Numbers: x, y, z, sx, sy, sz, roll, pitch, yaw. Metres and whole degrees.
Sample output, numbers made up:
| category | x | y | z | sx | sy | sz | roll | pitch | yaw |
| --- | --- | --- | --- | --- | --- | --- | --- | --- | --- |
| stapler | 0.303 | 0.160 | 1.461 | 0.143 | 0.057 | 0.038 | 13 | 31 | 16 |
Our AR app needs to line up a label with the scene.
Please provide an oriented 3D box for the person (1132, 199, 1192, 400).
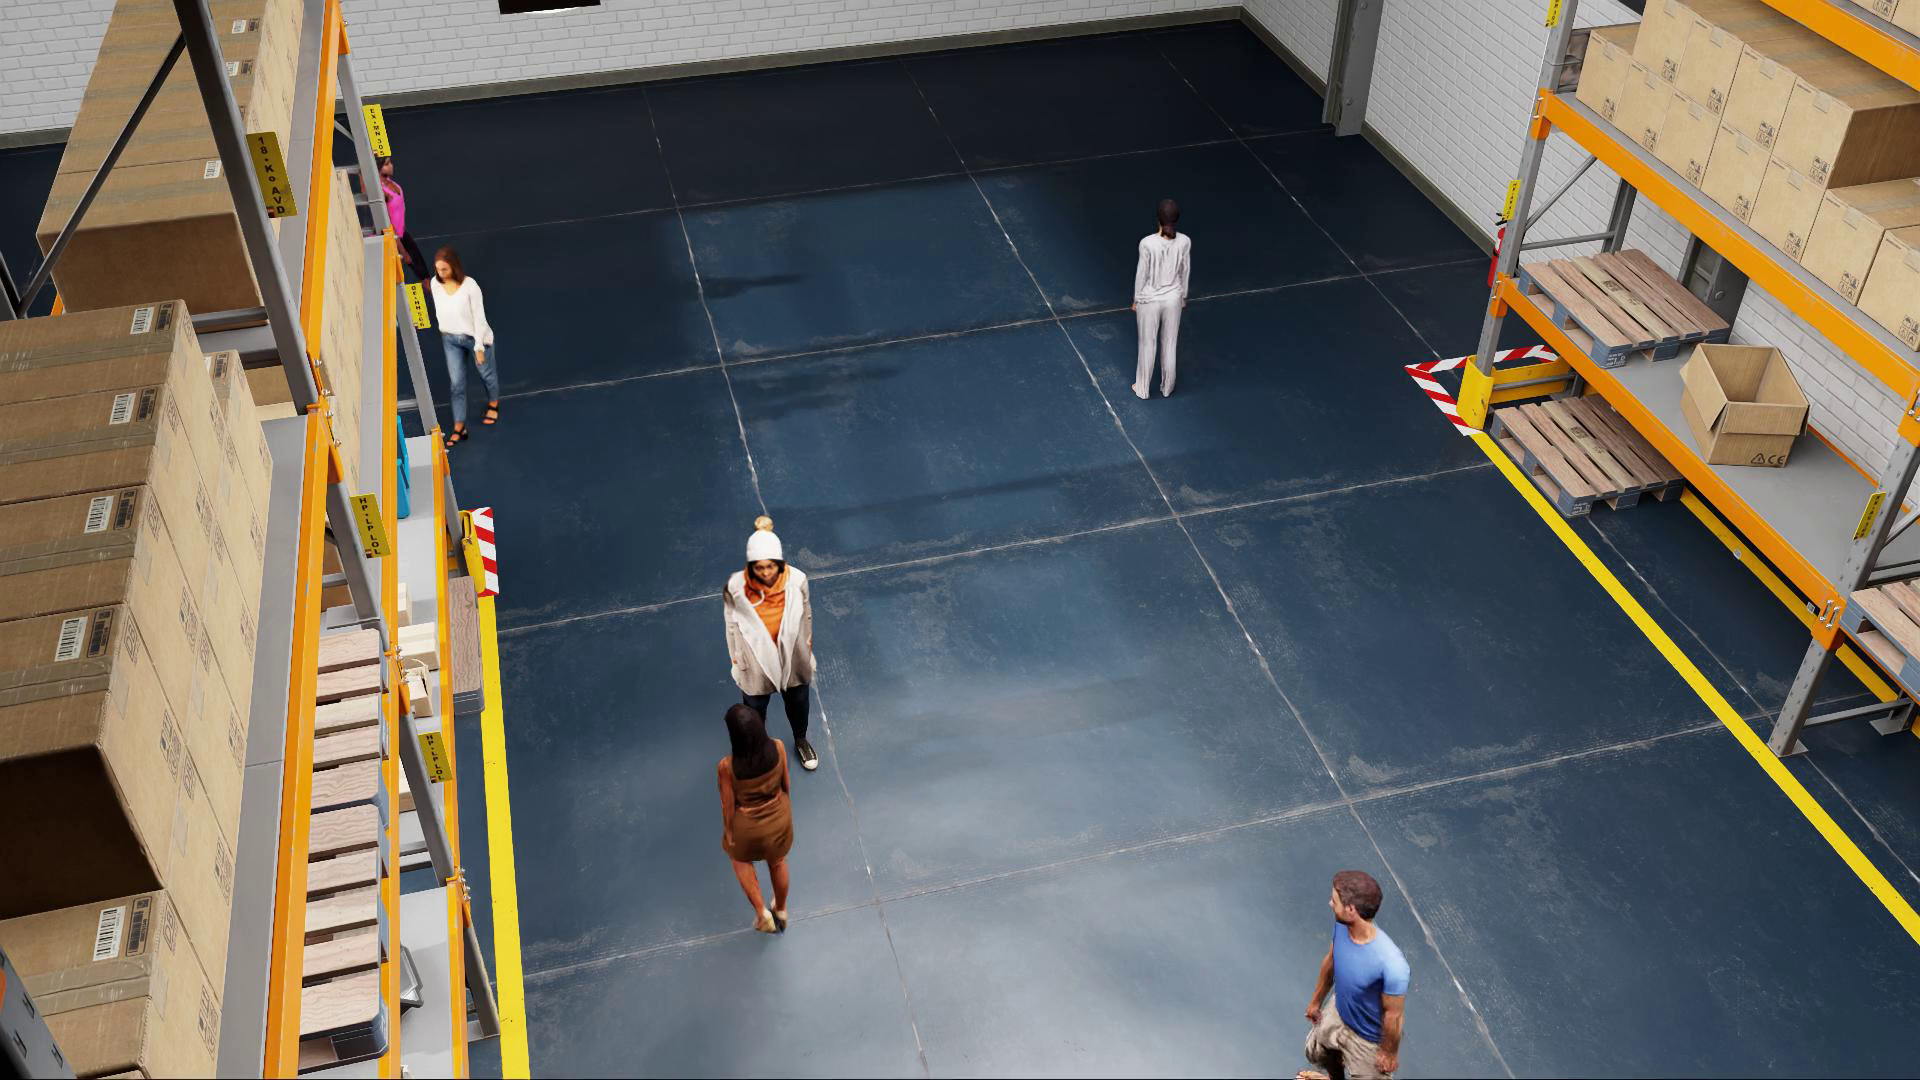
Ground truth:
| category | x | y | z | sx | sy | sz | roll | pitch | yaw |
| --- | --- | --- | --- | --- | --- | --- | --- | --- | --- |
| person | 1.615 | -1.926 | 13.373 | 0.621 | 1.774 | 0.573 | -4 | 39 | -6 |

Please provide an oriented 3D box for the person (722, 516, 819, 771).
| category | x | y | z | sx | sy | sz | roll | pitch | yaw |
| --- | --- | --- | --- | --- | --- | --- | --- | --- | --- |
| person | -1.134 | 0.653 | 10.051 | 0.677 | 1.890 | 0.645 | -11 | 40 | -13 |

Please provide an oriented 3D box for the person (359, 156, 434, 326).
| category | x | y | z | sx | sy | sz | roll | pitch | yaw |
| --- | --- | --- | --- | --- | --- | --- | --- | --- | --- |
| person | -4.941 | -2.531 | 14.219 | 0.847 | 1.664 | 1.120 | 0 | 39 | 0 |

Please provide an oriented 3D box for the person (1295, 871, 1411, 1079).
| category | x | y | z | sx | sy | sz | roll | pitch | yaw |
| --- | --- | --- | --- | --- | --- | --- | --- | --- | --- |
| person | 1.982 | 2.348 | 7.981 | 0.967 | 1.824 | 0.614 | -29 | 47 | -31 |

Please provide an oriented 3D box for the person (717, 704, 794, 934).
| category | x | y | z | sx | sy | sz | roll | pitch | yaw |
| --- | --- | --- | --- | --- | --- | --- | --- | --- | --- |
| person | -1.056 | 1.591 | 9.050 | 0.645 | 1.673 | 0.689 | -17 | 42 | -20 |

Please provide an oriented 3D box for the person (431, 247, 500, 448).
| category | x | y | z | sx | sy | sz | roll | pitch | yaw |
| --- | --- | --- | --- | --- | --- | --- | --- | --- | --- |
| person | -3.824 | -1.611 | 13.071 | 0.903 | 1.659 | 1.043 | 10 | 40 | 12 |
